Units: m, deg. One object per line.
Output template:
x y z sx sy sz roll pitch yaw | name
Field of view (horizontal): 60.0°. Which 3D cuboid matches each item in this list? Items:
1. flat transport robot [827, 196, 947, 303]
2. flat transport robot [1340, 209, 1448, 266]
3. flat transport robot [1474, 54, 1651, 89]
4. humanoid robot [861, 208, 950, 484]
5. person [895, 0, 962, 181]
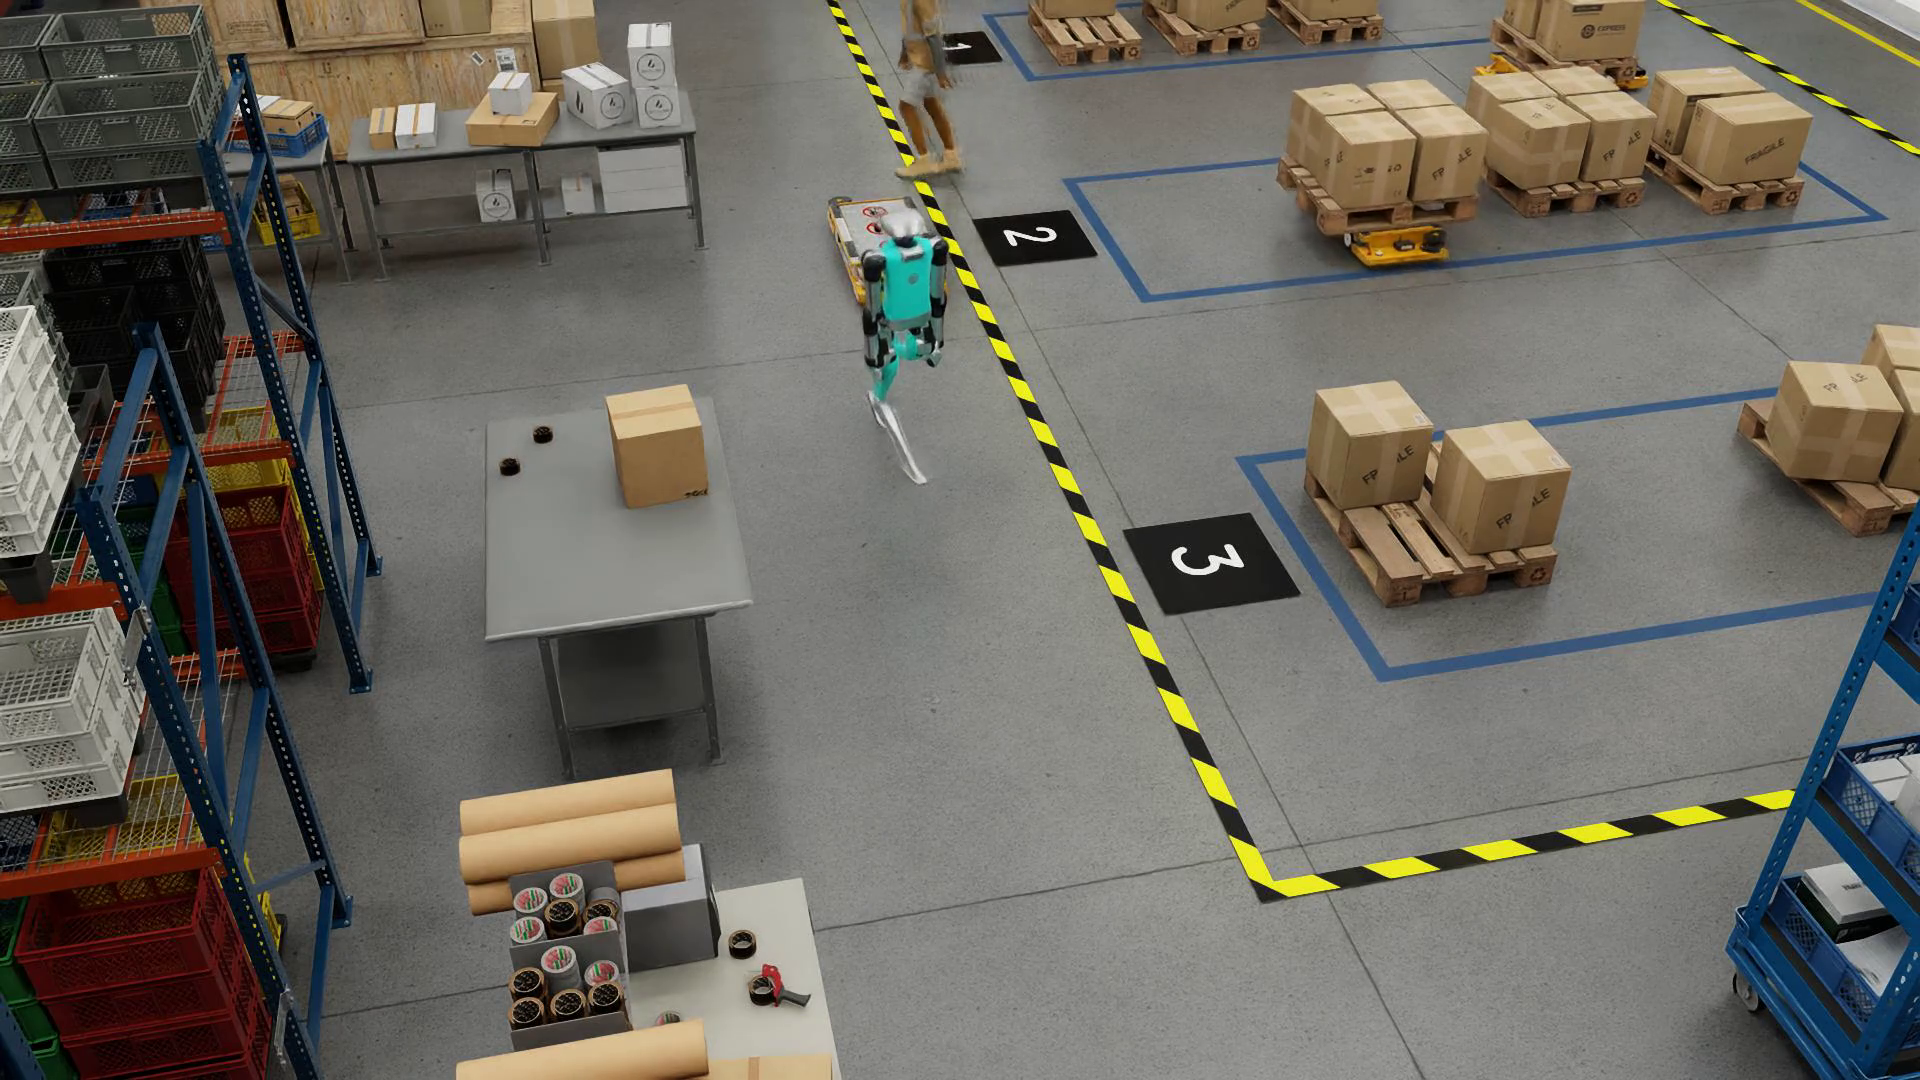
-0.570 -2.220 12.538 0.659 0.231 1.431 -8 37 -10 | flat transport robot
3.199 -2.569 12.983 0.652 0.197 1.431 -8 37 -10 | flat transport robot
5.568 -4.343 15.367 1.431 0.197 0.652 -8 37 -10 | flat transport robot
-0.463 -1.289 10.093 0.531 1.776 1.015 -18 40 -22 | humanoid robot
-0.293 -3.848 13.277 0.694 1.994 0.620 -2 37 -3 | person
